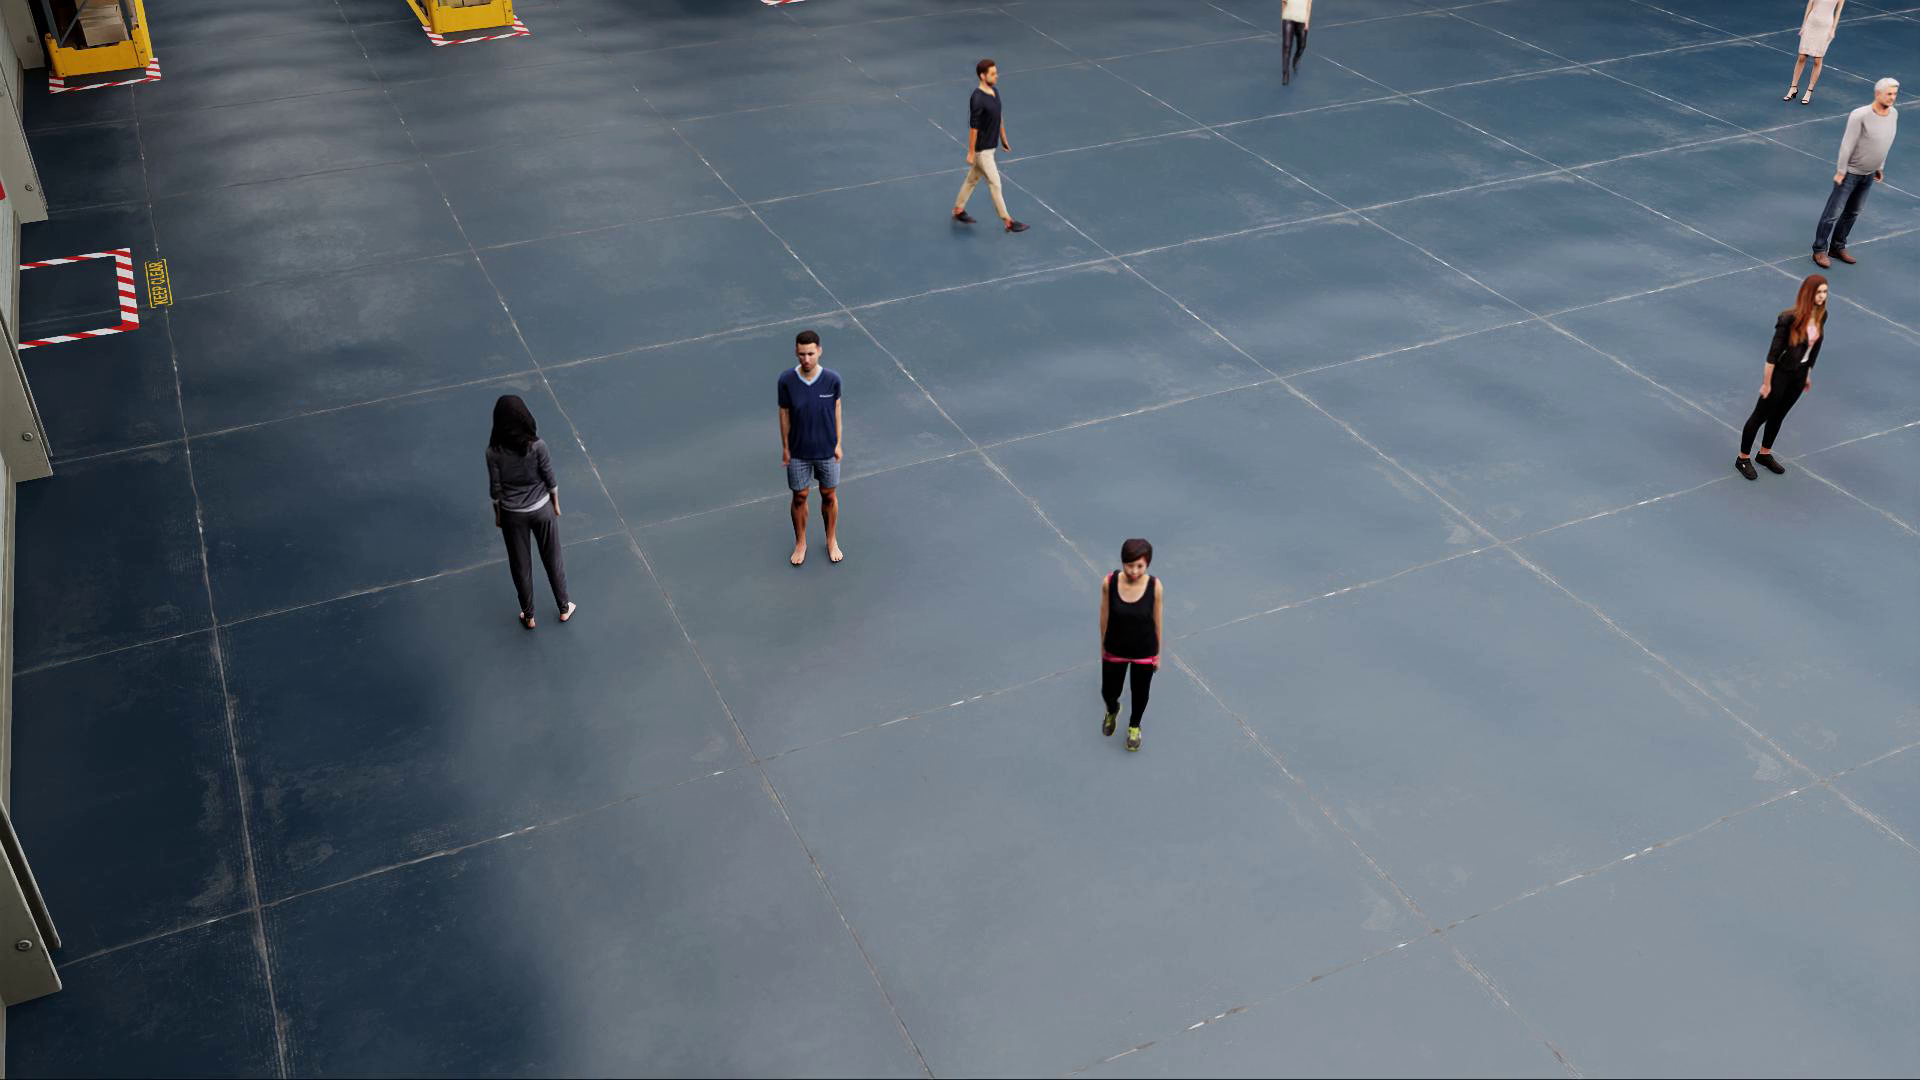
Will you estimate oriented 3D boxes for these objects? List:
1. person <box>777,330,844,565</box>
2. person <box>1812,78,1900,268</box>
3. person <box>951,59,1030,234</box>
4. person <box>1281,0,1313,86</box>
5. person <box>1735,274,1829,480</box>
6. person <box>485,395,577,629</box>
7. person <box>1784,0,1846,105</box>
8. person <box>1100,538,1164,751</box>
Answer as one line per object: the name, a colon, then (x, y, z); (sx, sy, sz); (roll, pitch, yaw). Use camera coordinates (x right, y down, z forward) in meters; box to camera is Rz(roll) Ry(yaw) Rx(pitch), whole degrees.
person: (-1.077, -0.687, 12.096); (0.681, 1.850, 0.659); (-4, 33, -6)
person: (8.997, -3.704, 16.679); (0.757, 1.911, 0.660); (-10, 34, -15)
person: (0.175, -4.097, 17.381); (1.223, 1.805, 1.141); (13, 35, 19)
person: (4.397, -6.801, 21.753); (0.904, 1.570, 1.024); (7, 34, 10)
person: (6.543, -1.317, 13.191); (0.630, 1.713, 0.563); (-9, 34, -14)
person: (-2.972, -0.187, 11.406); (0.628, 1.763, 0.553); (-9, 34, -14)
person: (10.824, -6.430, 20.946); (0.544, 1.830, 0.685); (29, 43, 36)
person: (1.078, 0.609, 10.387); (0.664, 1.540, 0.710); (4, 33, 6)
